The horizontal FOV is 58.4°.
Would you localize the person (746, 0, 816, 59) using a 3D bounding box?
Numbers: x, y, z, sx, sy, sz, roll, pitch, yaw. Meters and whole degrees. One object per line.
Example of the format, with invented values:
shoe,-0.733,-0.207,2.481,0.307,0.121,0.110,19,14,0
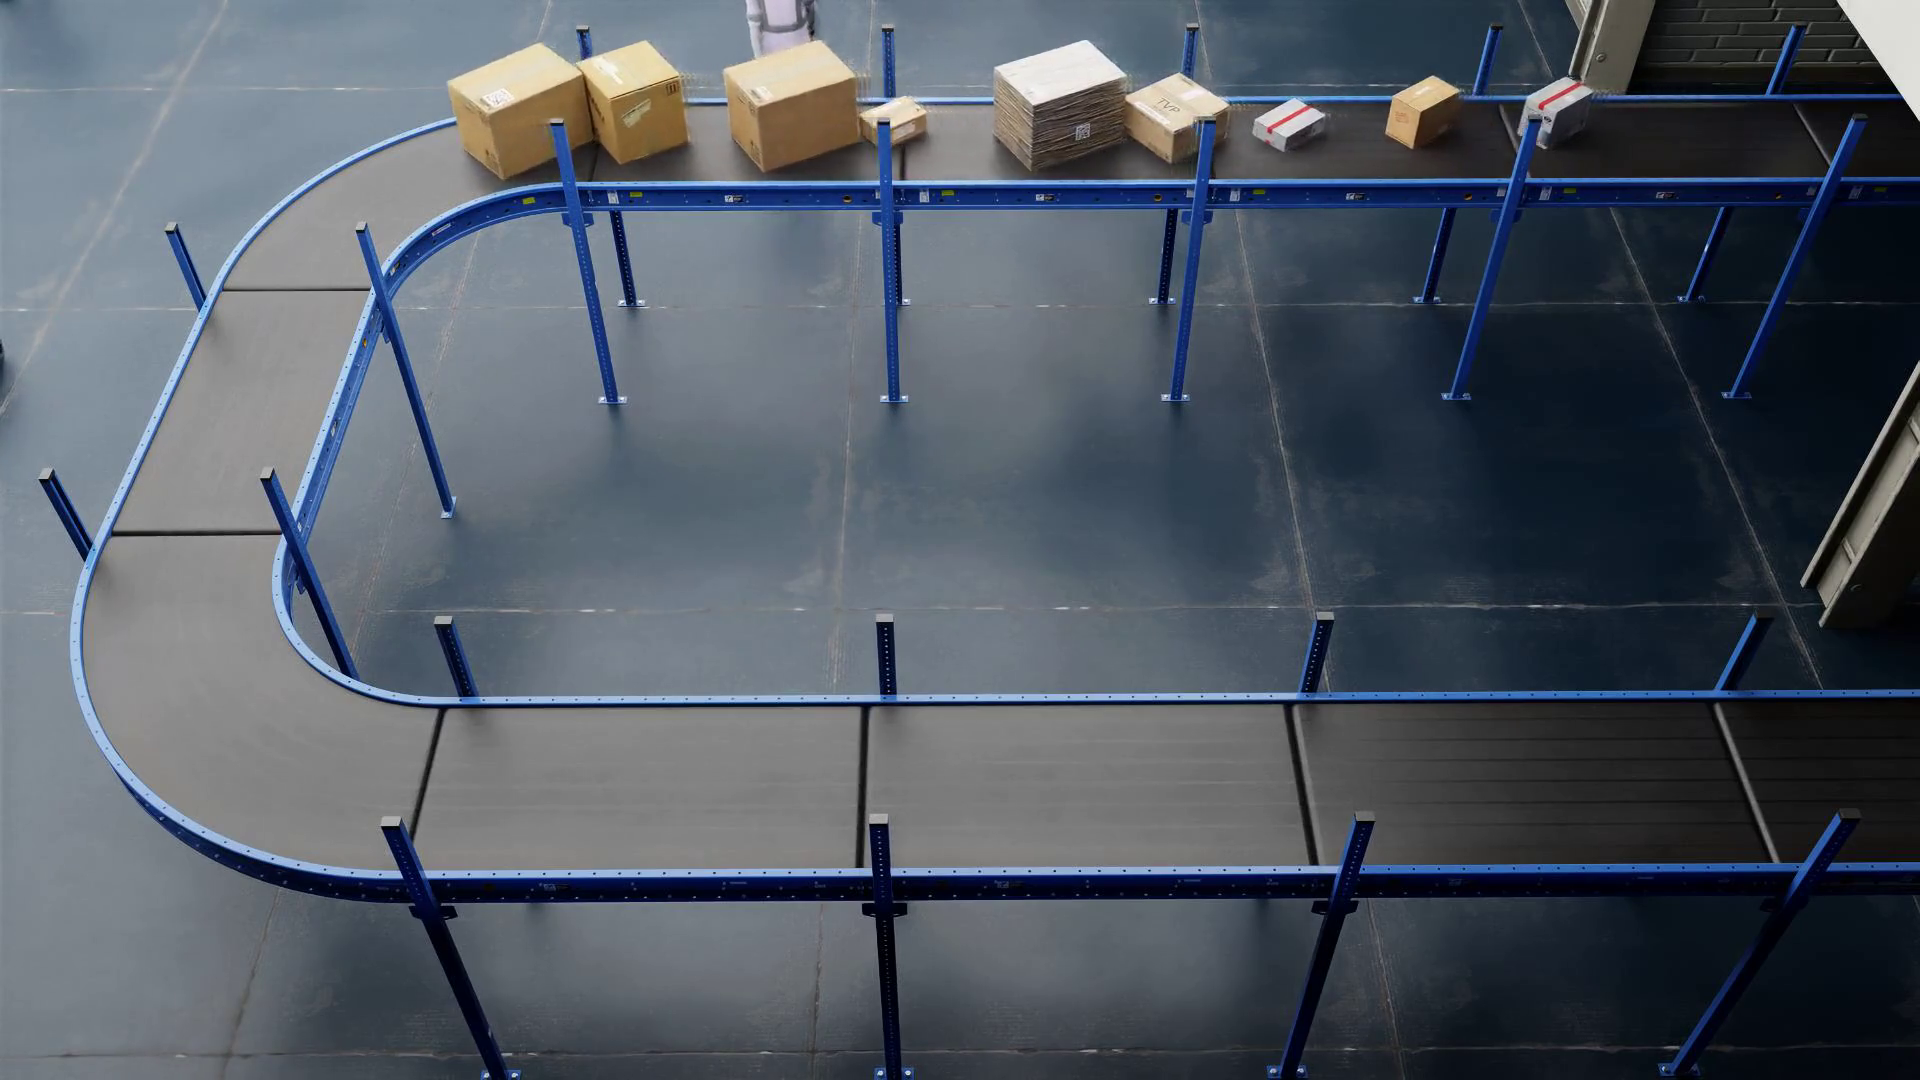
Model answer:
person,-1.403,-3.967,13.701,0.549,1.882,1.026,-6,47,-6
